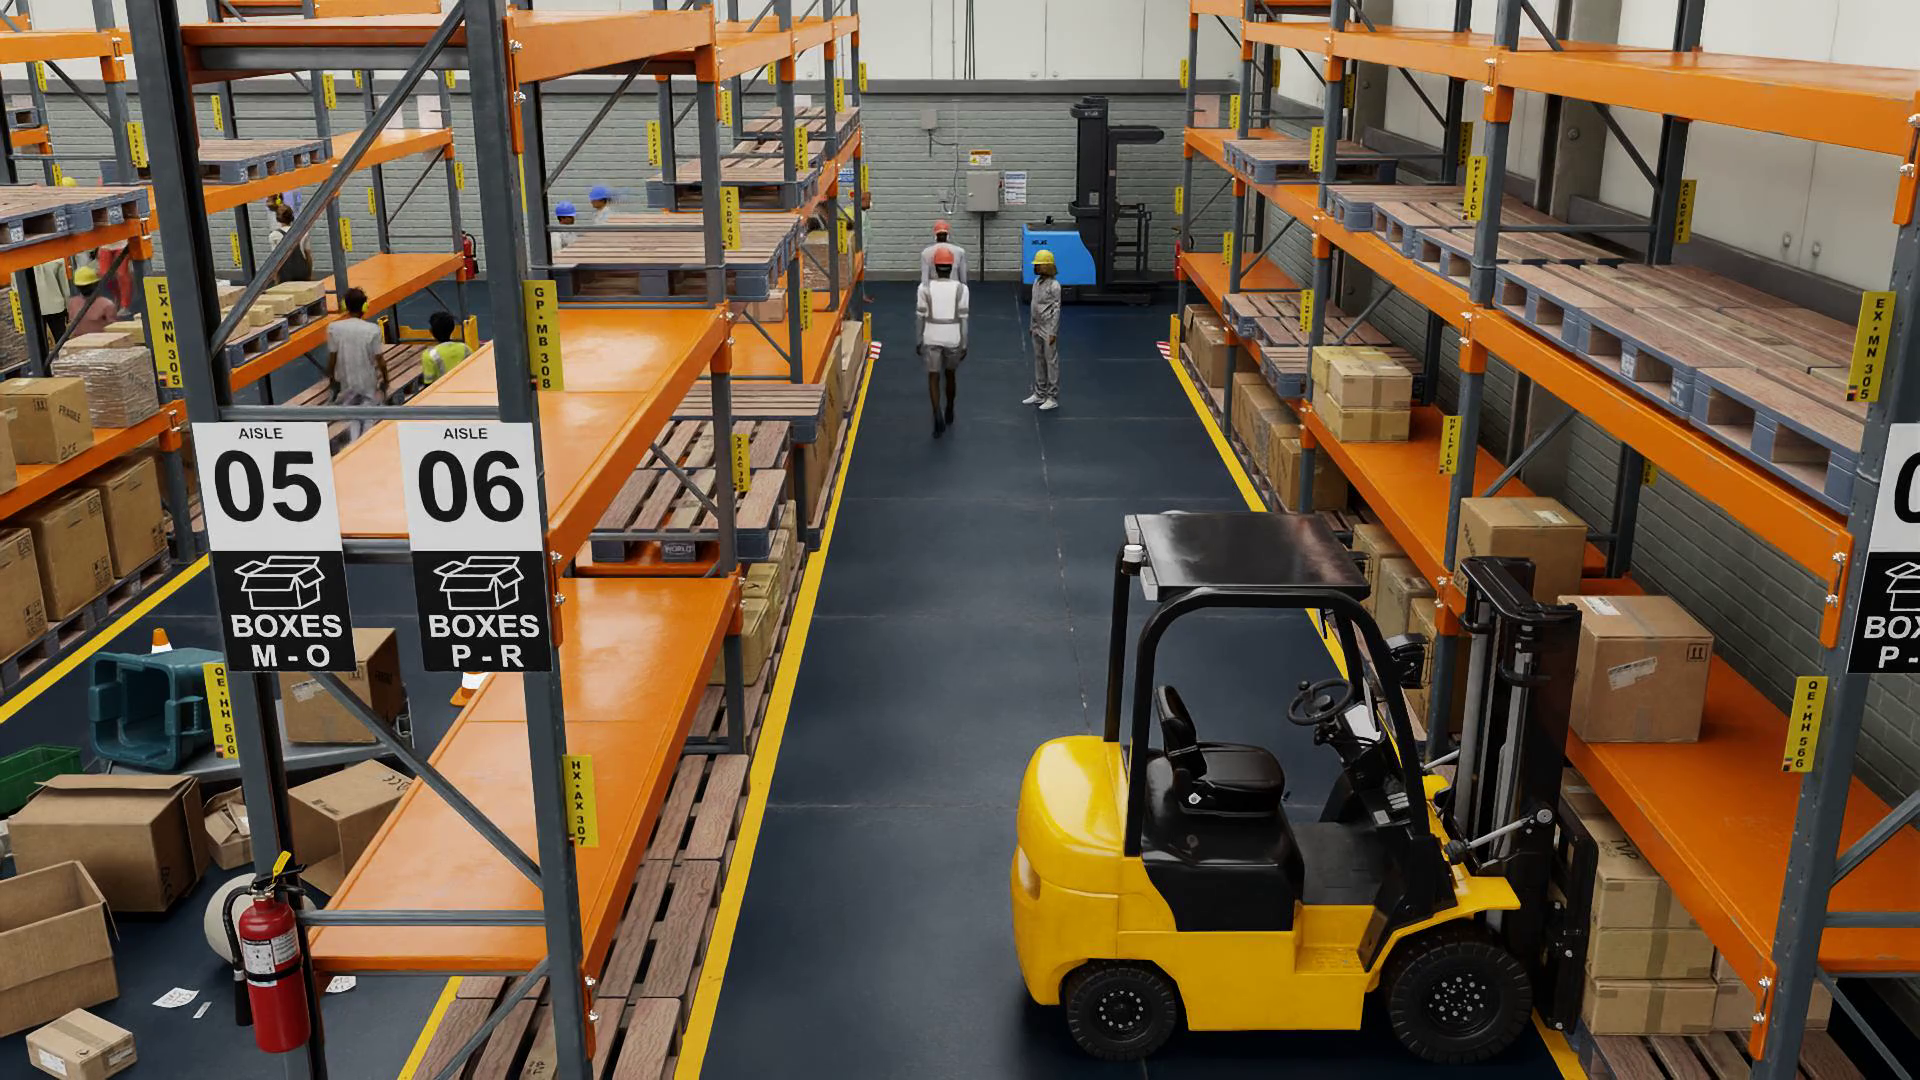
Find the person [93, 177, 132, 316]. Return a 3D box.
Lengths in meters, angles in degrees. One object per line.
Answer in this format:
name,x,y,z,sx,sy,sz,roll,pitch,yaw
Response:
person,-11.901,-4.125,23.389,0.634,1.967,0.458,-1,18,-2

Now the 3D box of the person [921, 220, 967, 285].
person,-0.200,-3.124,20.775,0.574,1.717,0.834,0,18,-1

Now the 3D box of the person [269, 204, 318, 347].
person,-8.521,-3.356,21.261,0.504,1.847,0.345,-16,24,-40

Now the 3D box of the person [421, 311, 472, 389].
person,-4.617,-1.227,15.077,0.320,1.691,0.538,12,22,32

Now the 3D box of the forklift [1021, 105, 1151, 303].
forklift,1.857,-4.944,24.441,1.873,2.768,1.129,0,18,0

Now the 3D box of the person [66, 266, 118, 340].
person,-8.915,-1.976,17.220,0.542,1.750,0.577,2,18,5

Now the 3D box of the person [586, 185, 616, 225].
person,-4.830,-3.851,22.632,0.436,1.932,0.607,-13,22,-35

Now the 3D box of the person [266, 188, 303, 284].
person,-10.417,-4.871,25.711,0.543,1.928,0.380,-13,22,-34

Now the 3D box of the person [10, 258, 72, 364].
person,-10.330,-2.601,18.745,0.380,1.994,0.618,15,23,37

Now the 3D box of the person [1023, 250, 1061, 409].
person,0.913,-2.315,18.275,0.297,1.744,0.487,-11,21,-30

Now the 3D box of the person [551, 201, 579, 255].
person,-4.887,-3.245,20.763,0.384,1.948,0.605,2,18,6

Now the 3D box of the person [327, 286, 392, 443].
person,-5.549,-1.418,15.399,0.538,1.843,0.491,-1,18,-4

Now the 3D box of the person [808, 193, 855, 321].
person,-1.718,-3.640,21.898,1.058,1.985,0.616,10,21,29

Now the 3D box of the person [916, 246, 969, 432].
person,-0.178,-2.081,17.327,0.551,1.914,0.853,-1,18,-3

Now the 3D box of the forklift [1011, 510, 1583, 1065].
forklift,1.387,1.055,7.378,2.313,2.155,1.214,0,18,0

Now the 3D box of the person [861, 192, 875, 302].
person,-1.422,-4.324,24.533,0.289,1.626,0.502,-2,18,-5
